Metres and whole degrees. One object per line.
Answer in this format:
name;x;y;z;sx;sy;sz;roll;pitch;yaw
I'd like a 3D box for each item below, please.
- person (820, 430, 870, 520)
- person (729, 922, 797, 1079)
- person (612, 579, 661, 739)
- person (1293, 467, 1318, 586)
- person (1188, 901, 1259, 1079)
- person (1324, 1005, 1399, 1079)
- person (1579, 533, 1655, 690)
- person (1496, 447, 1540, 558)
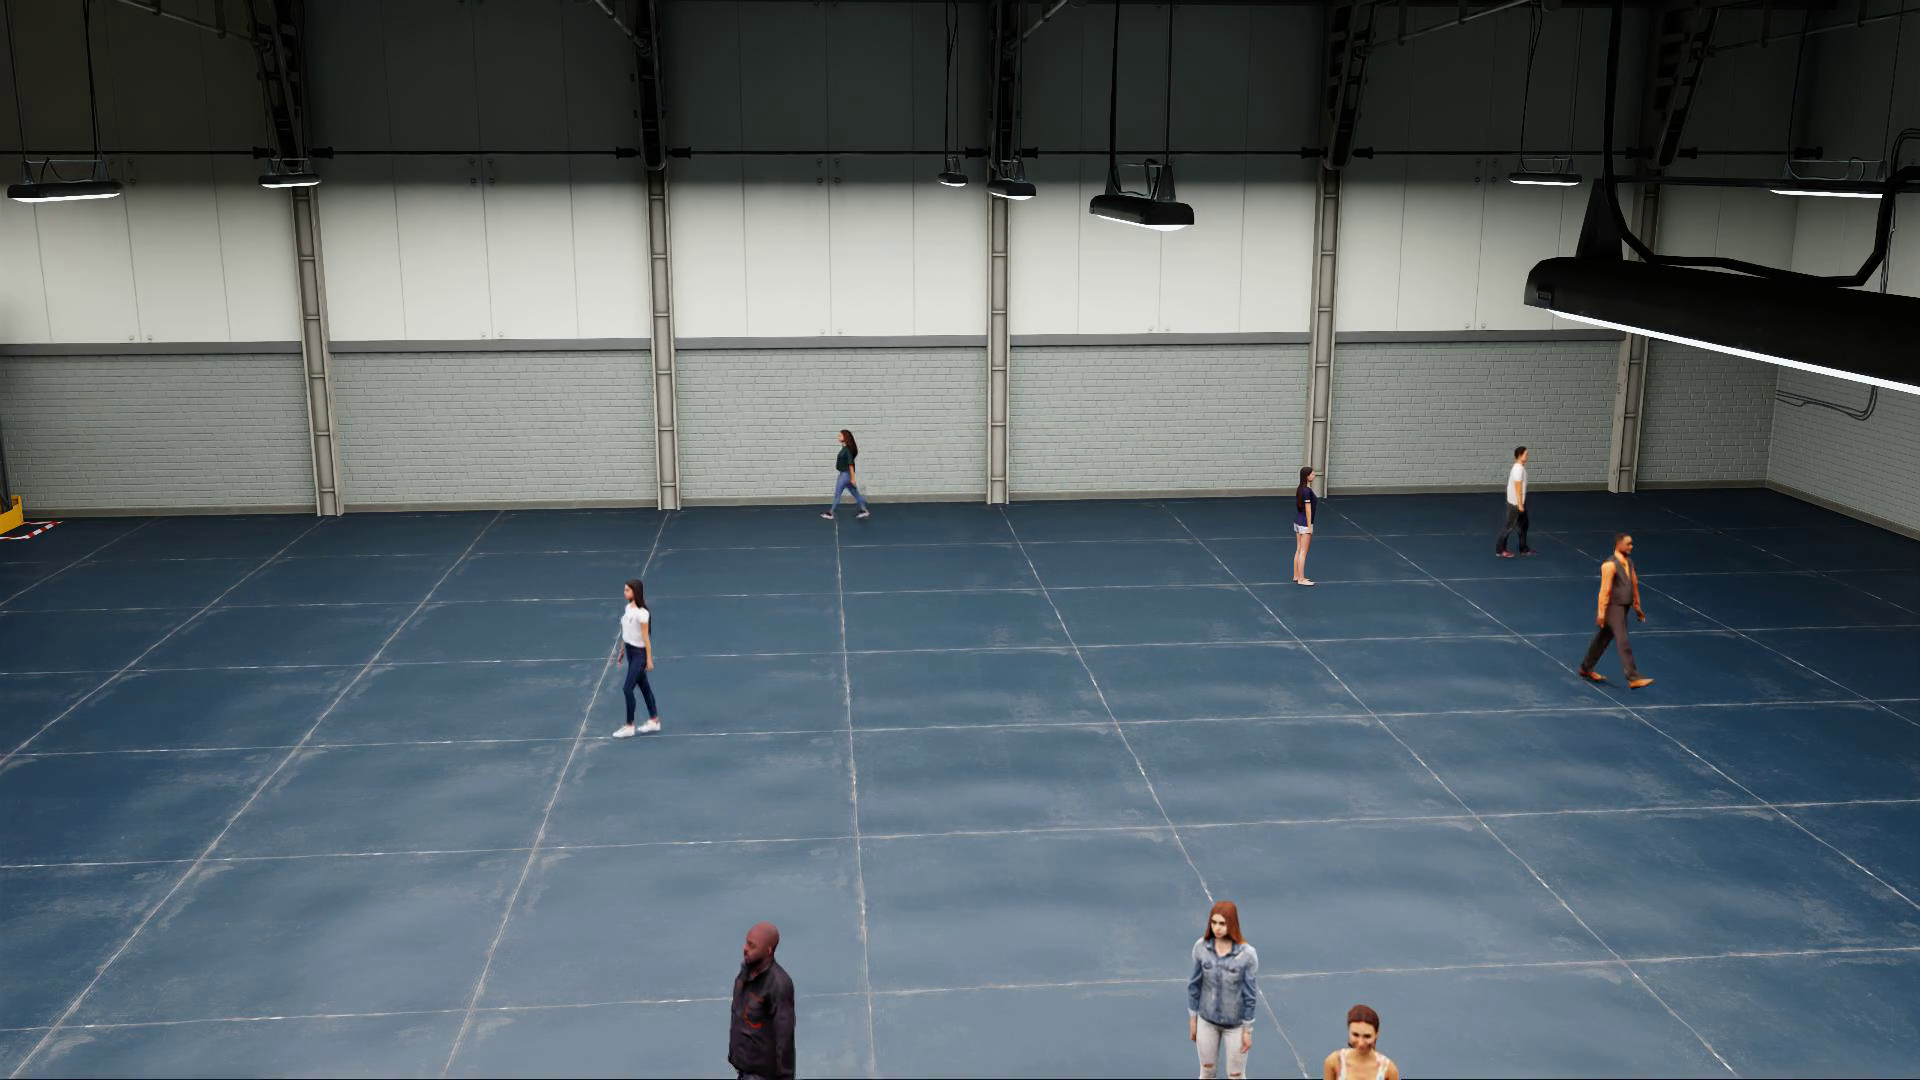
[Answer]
person;-1.898;-1.114;29.081;1.142;1.570;0.715;-3;13;-14
person;-1.126;3.150;10.148;1.223;1.805;1.006;-8;15;-32
person;-3.458;1.289;18.300;0.918;1.753;0.803;-8;15;-32
person;5.127;-0.224;24.806;0.511;1.767;0.566;-1;13;-4
person;1.694;3.087;10.654;0.628;1.699;0.741;6;14;24
person;2.213;3.366;9.276;0.701;1.778;0.755;5;14;20
person;7.784;0.837;20.012;1.230;1.861;1.235;-13;18;-43
person;8.726;-0.598;26.387;1.023;1.782;0.914;6;14;23
